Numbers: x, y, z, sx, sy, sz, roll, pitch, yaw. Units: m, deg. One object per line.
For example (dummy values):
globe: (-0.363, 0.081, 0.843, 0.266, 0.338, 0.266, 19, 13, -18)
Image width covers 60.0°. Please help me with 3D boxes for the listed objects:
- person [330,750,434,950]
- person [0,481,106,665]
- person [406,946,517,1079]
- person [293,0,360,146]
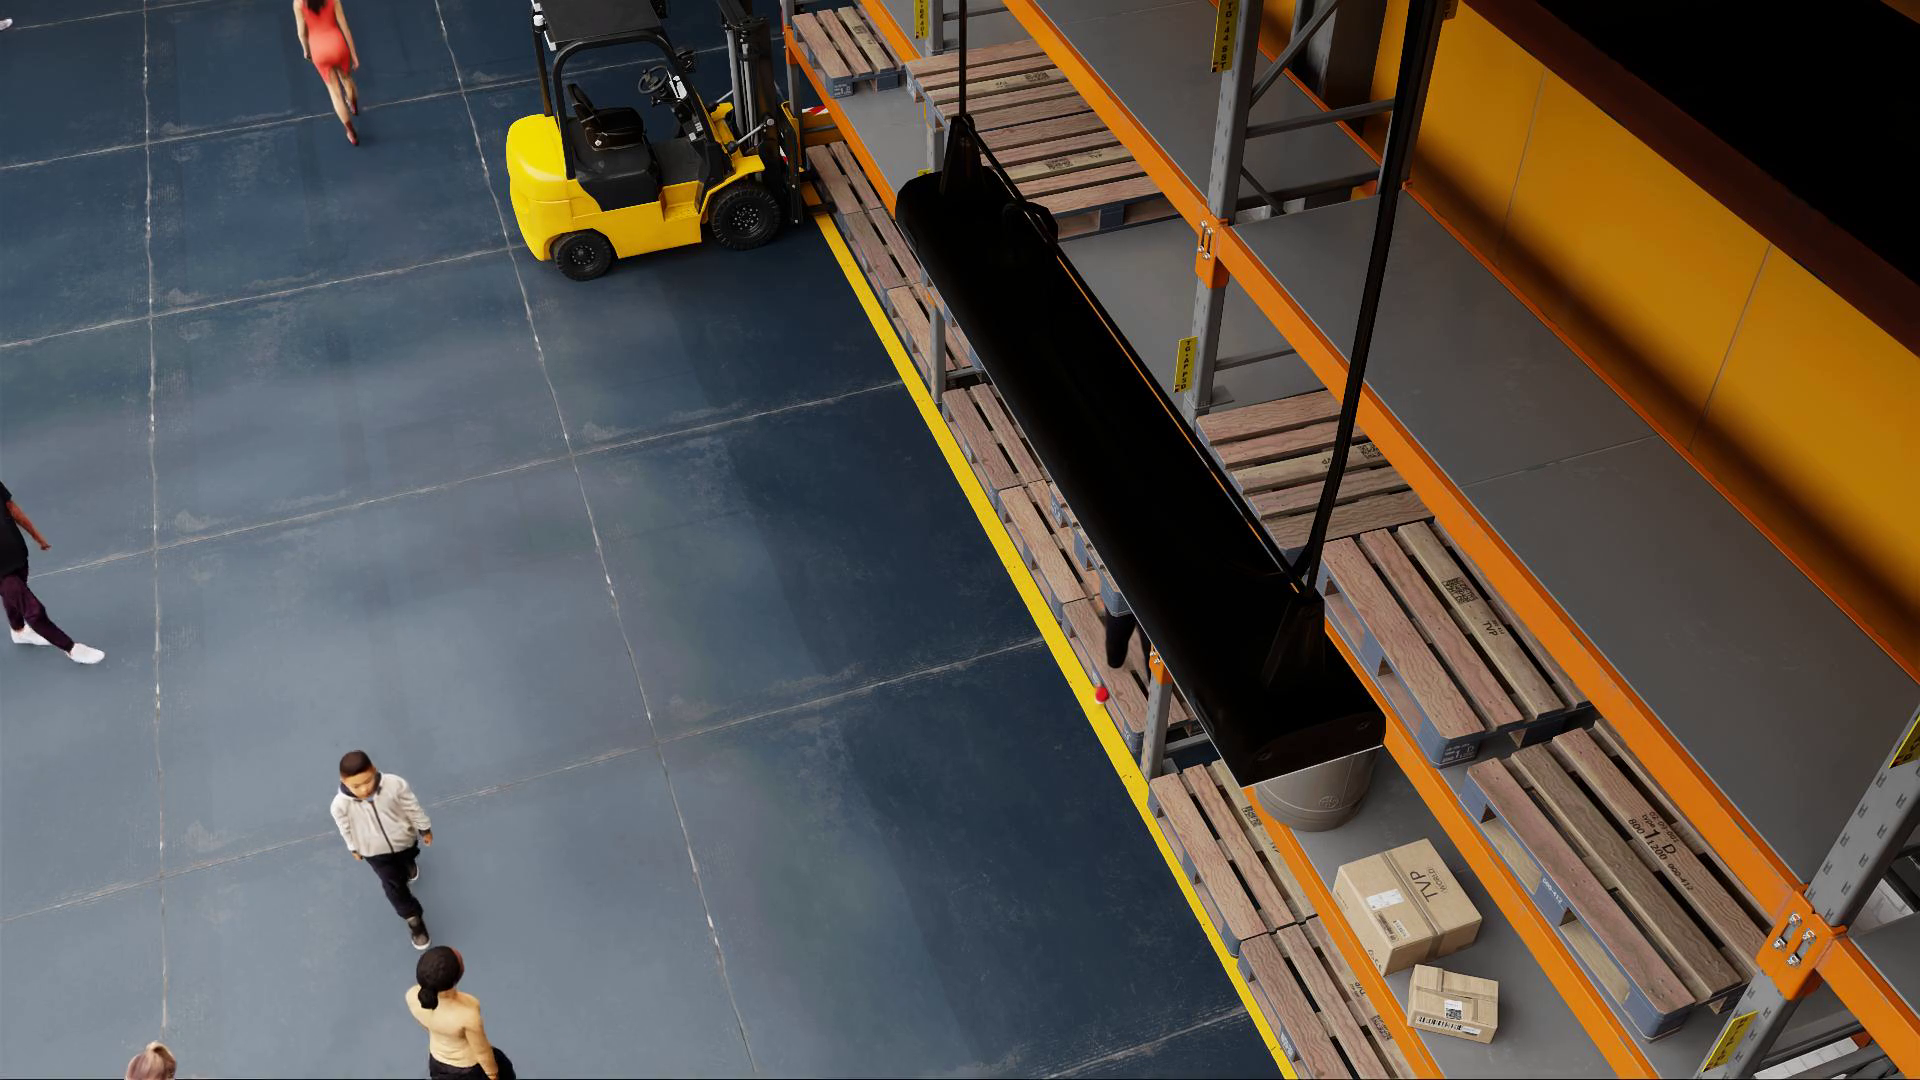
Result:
person: (-3.211, 1.605, 9.290, 0.728, 1.439, 0.992, -26, 49, -25)
person: (-6.221, 0.098, 10.645, 0.991, 1.752, 1.046, 6, 44, 6)
person: (-2.458, 2.602, 8.095, 0.857, 1.642, 0.945, 7, 44, 8)
person: (-5.852, -4.482, 15.499, 0.696, 1.688, 1.033, -22, 48, -21)
